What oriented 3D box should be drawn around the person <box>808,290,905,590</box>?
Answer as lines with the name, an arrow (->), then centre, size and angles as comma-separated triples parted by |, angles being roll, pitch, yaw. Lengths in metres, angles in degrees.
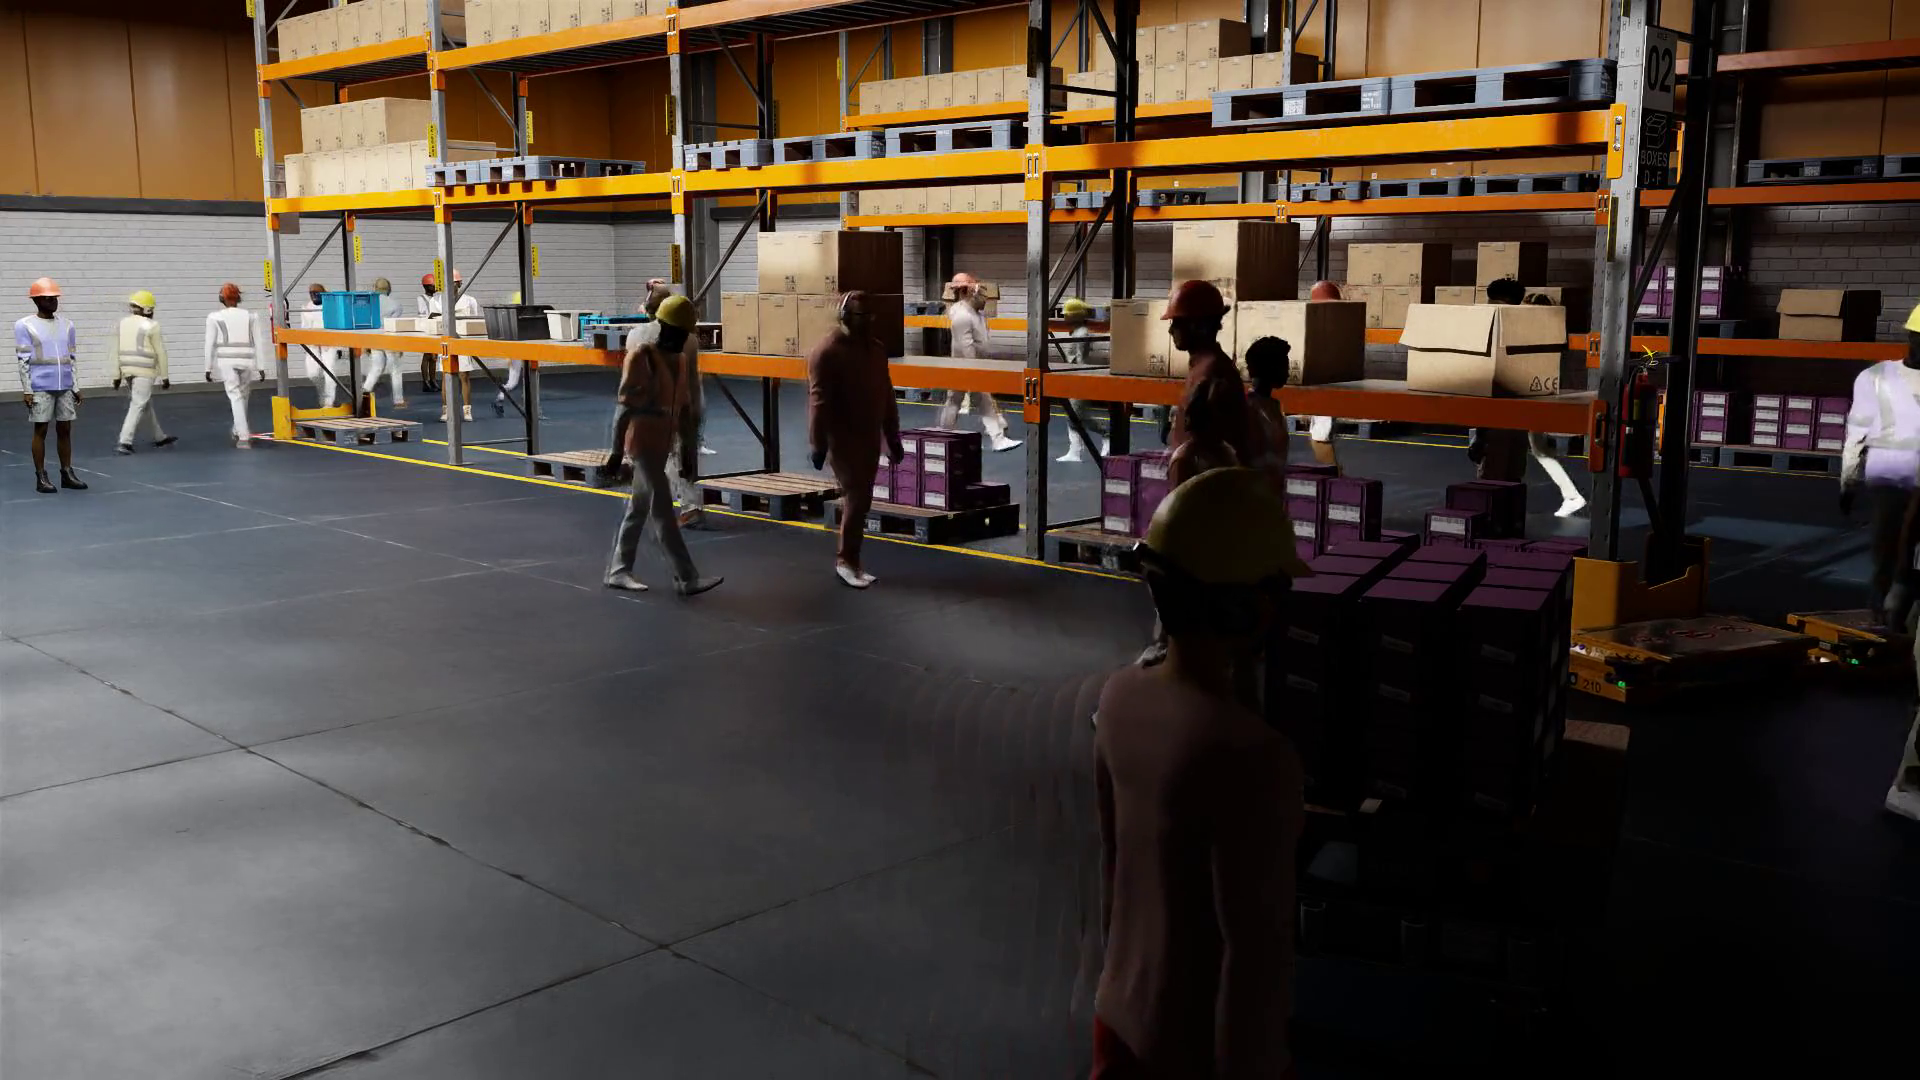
person -> -0.615, -0.634, 10.589 | 0.587, 1.888, 0.649 | 7, 11, 36

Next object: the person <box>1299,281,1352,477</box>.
person -> 2.959, -1.155, 13.653 | 0.548, 1.919, 0.586 | 8, 12, 40

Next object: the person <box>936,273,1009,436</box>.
person -> 0.170, -2.248, 20.212 | 1.050, 1.990, 0.618 | 8, 12, 40

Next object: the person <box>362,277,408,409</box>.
person -> -8.285, -2.797, 23.801 | 0.633, 1.917, 0.825 | 2, 10, 13

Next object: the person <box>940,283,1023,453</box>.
person -> 0.193, -1.845, 18.084 | 0.998, 1.852, 0.661 | 4, 10, 23

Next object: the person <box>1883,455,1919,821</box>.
person -> 3.588, 0.163, 5.806 | 0.562, 1.840, 0.739 | -3, 10, -18

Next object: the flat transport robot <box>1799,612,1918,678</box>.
flat transport robot -> 4.956, 0.504, 8.532 | 1.431, 0.197, 0.652 | -3, 10, -15

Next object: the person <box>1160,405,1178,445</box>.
person -> 1.801, -0.922, 13.211 | 0.524, 1.603, 0.827 | -6, 11, -34

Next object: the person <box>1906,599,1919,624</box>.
person -> 5.115, -0.145, 8.402 | 0.694, 1.601, 0.516 | -2, 9, -11

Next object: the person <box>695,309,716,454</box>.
person -> -3.026, -1.741, 18.179 | 0.691, 1.613, 0.497 | 6, 11, 34

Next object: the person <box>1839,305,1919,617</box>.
person -> 4.972, -0.319, 8.746 | 0.578, 1.876, 0.963 | 1, 9, 6

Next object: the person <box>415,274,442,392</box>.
person -> -8.703, -3.405, 27.398 | 0.360, 1.939, 0.543 | 2, 9, 12

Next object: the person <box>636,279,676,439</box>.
person -> -3.546, -2.111, 19.568 | 0.409, 1.909, 0.641 | 2, 9, 13

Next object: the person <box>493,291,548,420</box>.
person -> -5.935, -2.470, 22.313 | 0.811, 1.738, 0.522 | 6, 11, 32

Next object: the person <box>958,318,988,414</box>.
person -> 0.169, -2.579, 23.302 | 0.504, 1.626, 0.284 | -5, 10, -26

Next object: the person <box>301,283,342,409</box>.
person -> -9.059, -2.737, 23.656 | 0.621, 1.822, 0.466 | 0, 9, 1

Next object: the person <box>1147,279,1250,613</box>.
person -> 1.040, -0.194, 7.615 | 0.666, 1.969, 0.600 | 3, 10, 18

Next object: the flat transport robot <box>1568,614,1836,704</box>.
flat transport robot -> 3.539, 0.563, 8.169 | 1.431, 0.197, 0.652 | -5, 10, -26

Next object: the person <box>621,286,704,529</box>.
person -> -2.326, -1.045, 13.103 | 1.007, 1.896, 0.633 | 8, 12, 39

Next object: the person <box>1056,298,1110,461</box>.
person -> 1.304, -1.660, 17.367 | 0.568, 1.720, 0.509 | -1, 9, -6

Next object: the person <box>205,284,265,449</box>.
person -> -8.288, -1.974, 18.906 | 0.606, 1.841, 0.923 | -9, 13, -43

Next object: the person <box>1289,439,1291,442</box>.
person -> 3.351, -1.894, 18.615 | 0.583, 1.779, 1.008 | -8, 12, -41

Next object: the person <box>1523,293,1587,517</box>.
person -> 4.766, -1.112, 13.676 | 0.941, 1.836, 0.529 | 8, 12, 41

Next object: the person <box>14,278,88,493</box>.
person -> -8.254, -1.403, 15.116 | 0.347, 1.943, 0.544 | 5, 11, 30

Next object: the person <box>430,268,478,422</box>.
person -> -6.654, -2.563, 21.920 | 0.608, 2.043, 0.397 | -2, 9, -11

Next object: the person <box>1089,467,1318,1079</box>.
person -> 0.295, 0.751, 2.544 | 0.811, 1.740, 0.527 | -4, 10, -23

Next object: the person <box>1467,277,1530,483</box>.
person -> 3.559, -0.736, 10.951 | 0.603, 1.966, 0.367 | -9, 13, -43

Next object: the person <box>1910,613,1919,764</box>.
person -> 2.503, 0.424, 3.833 | 0.641, 1.973, 0.637 | -7, 12, -38

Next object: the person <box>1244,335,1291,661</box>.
person -> 1.549, -0.208, 8.562 | 0.381, 1.681, 0.544 | 5, 11, 29

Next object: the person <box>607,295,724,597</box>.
person -> -1.828, -0.570, 10.284 | 0.960, 1.848, 0.658 | 3, 10, 20

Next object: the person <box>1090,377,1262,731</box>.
person -> 0.923, 0.137, 6.705 | 0.824, 1.605, 0.531 | 6, 11, 32

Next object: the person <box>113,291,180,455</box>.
person -> -9.012, -1.831, 18.264 | 0.628, 1.785, 0.953 | 4, 10, 23
